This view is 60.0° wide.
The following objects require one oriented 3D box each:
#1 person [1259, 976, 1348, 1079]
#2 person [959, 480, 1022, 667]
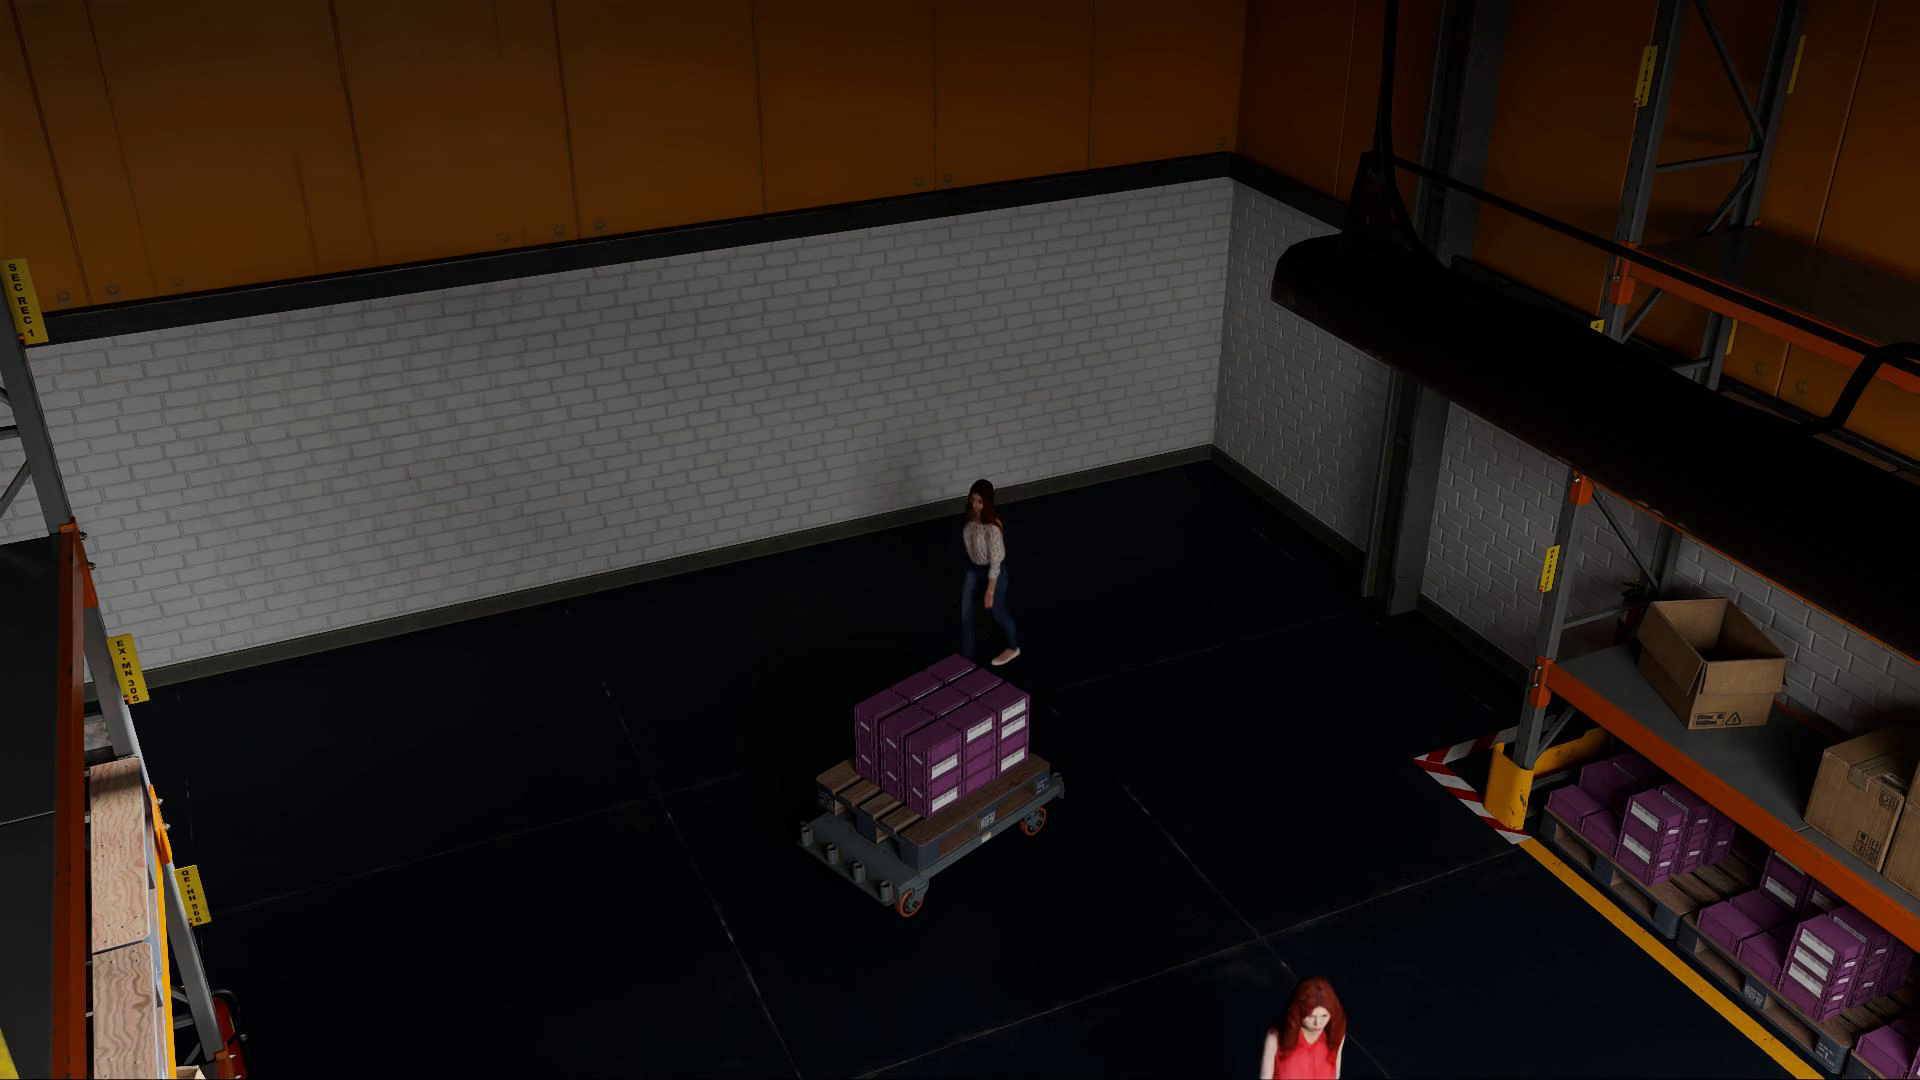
[{"bbox_3d":[1.564,2.746,8.035,0.870,1.785,1.164,-2,29,-3],"label":"person"},{"bbox_3d":[0.266,0.250,12.707,0.789,1.694,0.916,-16,33,-27],"label":"person"}]
